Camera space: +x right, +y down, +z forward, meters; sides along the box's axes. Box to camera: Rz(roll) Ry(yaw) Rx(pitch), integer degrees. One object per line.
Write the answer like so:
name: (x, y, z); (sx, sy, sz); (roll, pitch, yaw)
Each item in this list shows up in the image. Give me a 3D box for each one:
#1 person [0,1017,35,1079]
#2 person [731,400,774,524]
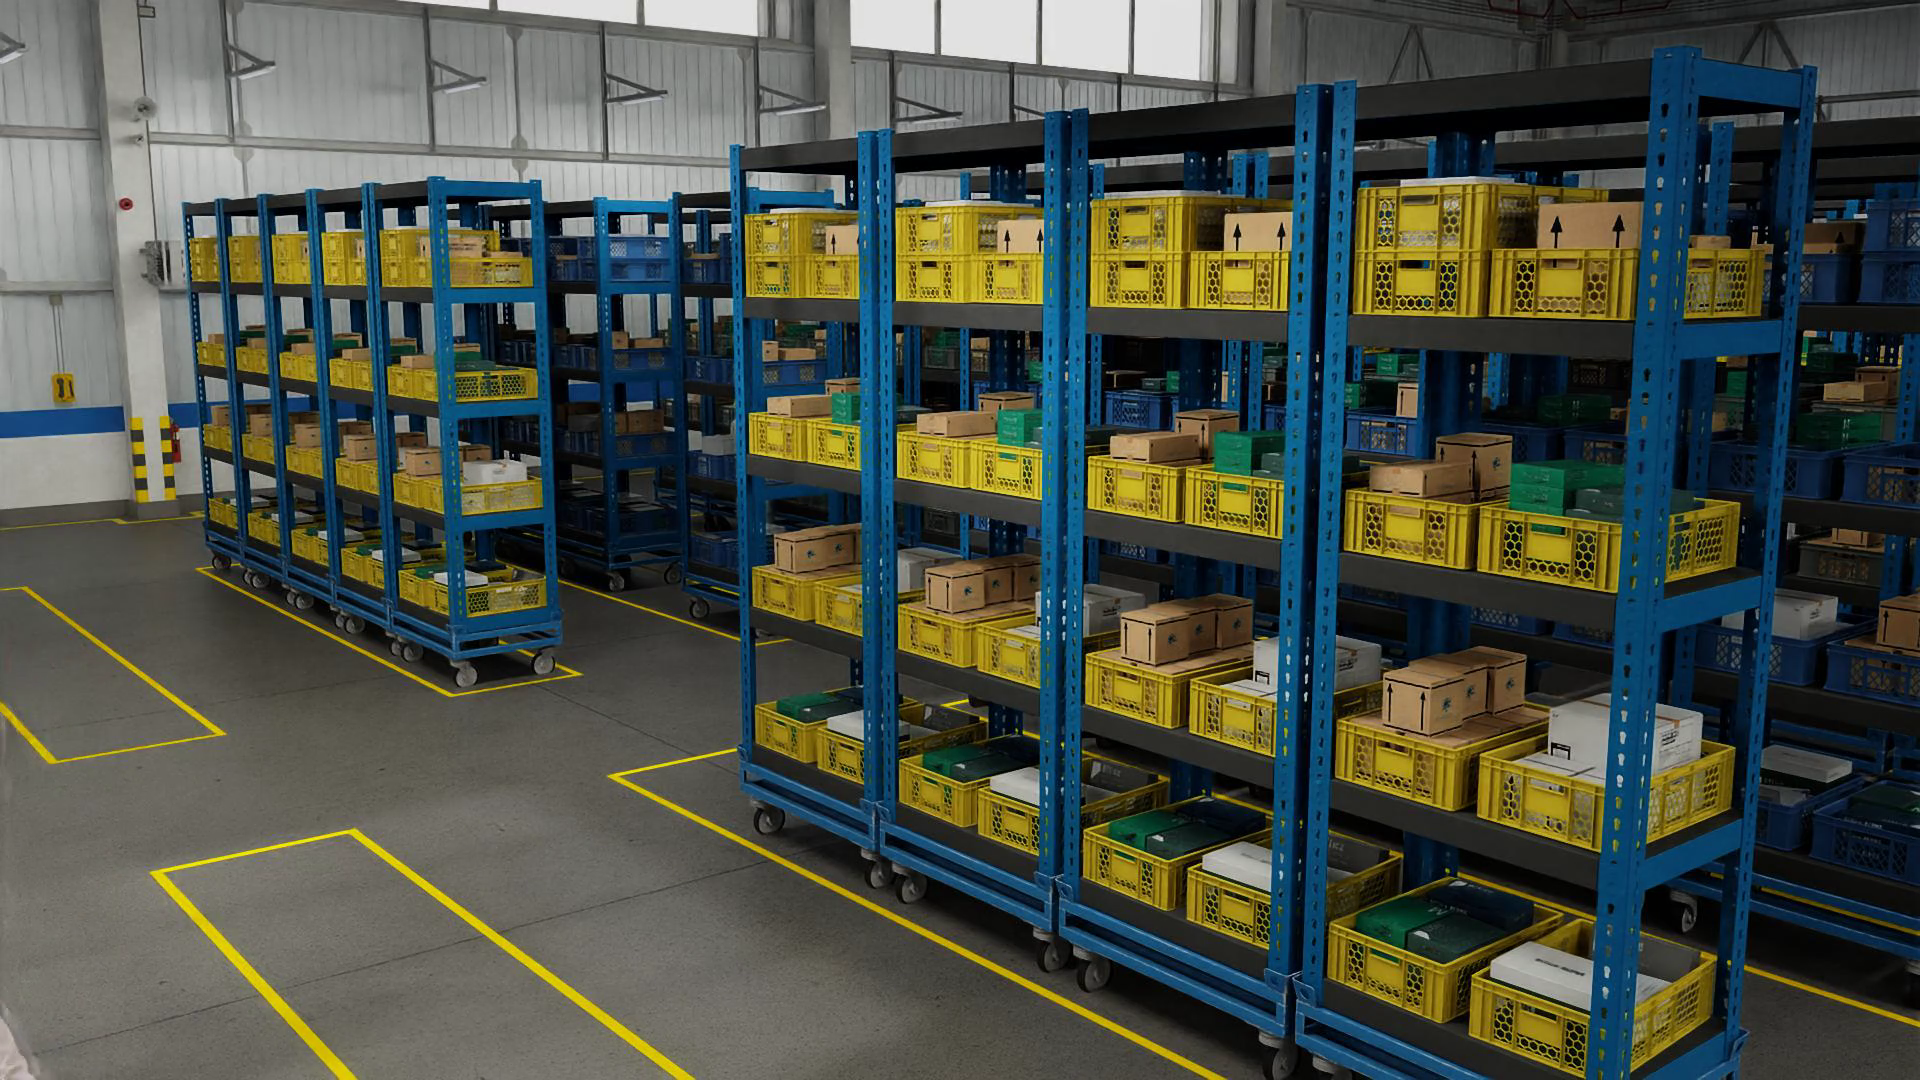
person: (-3.650, 1.162, 5.648); (0.968, 1.867, 0.660); (2, 10, 10)
person: (-2.038, -0.592, 16.322); (0.587, 1.826, 0.404); (6, 11, 31)
